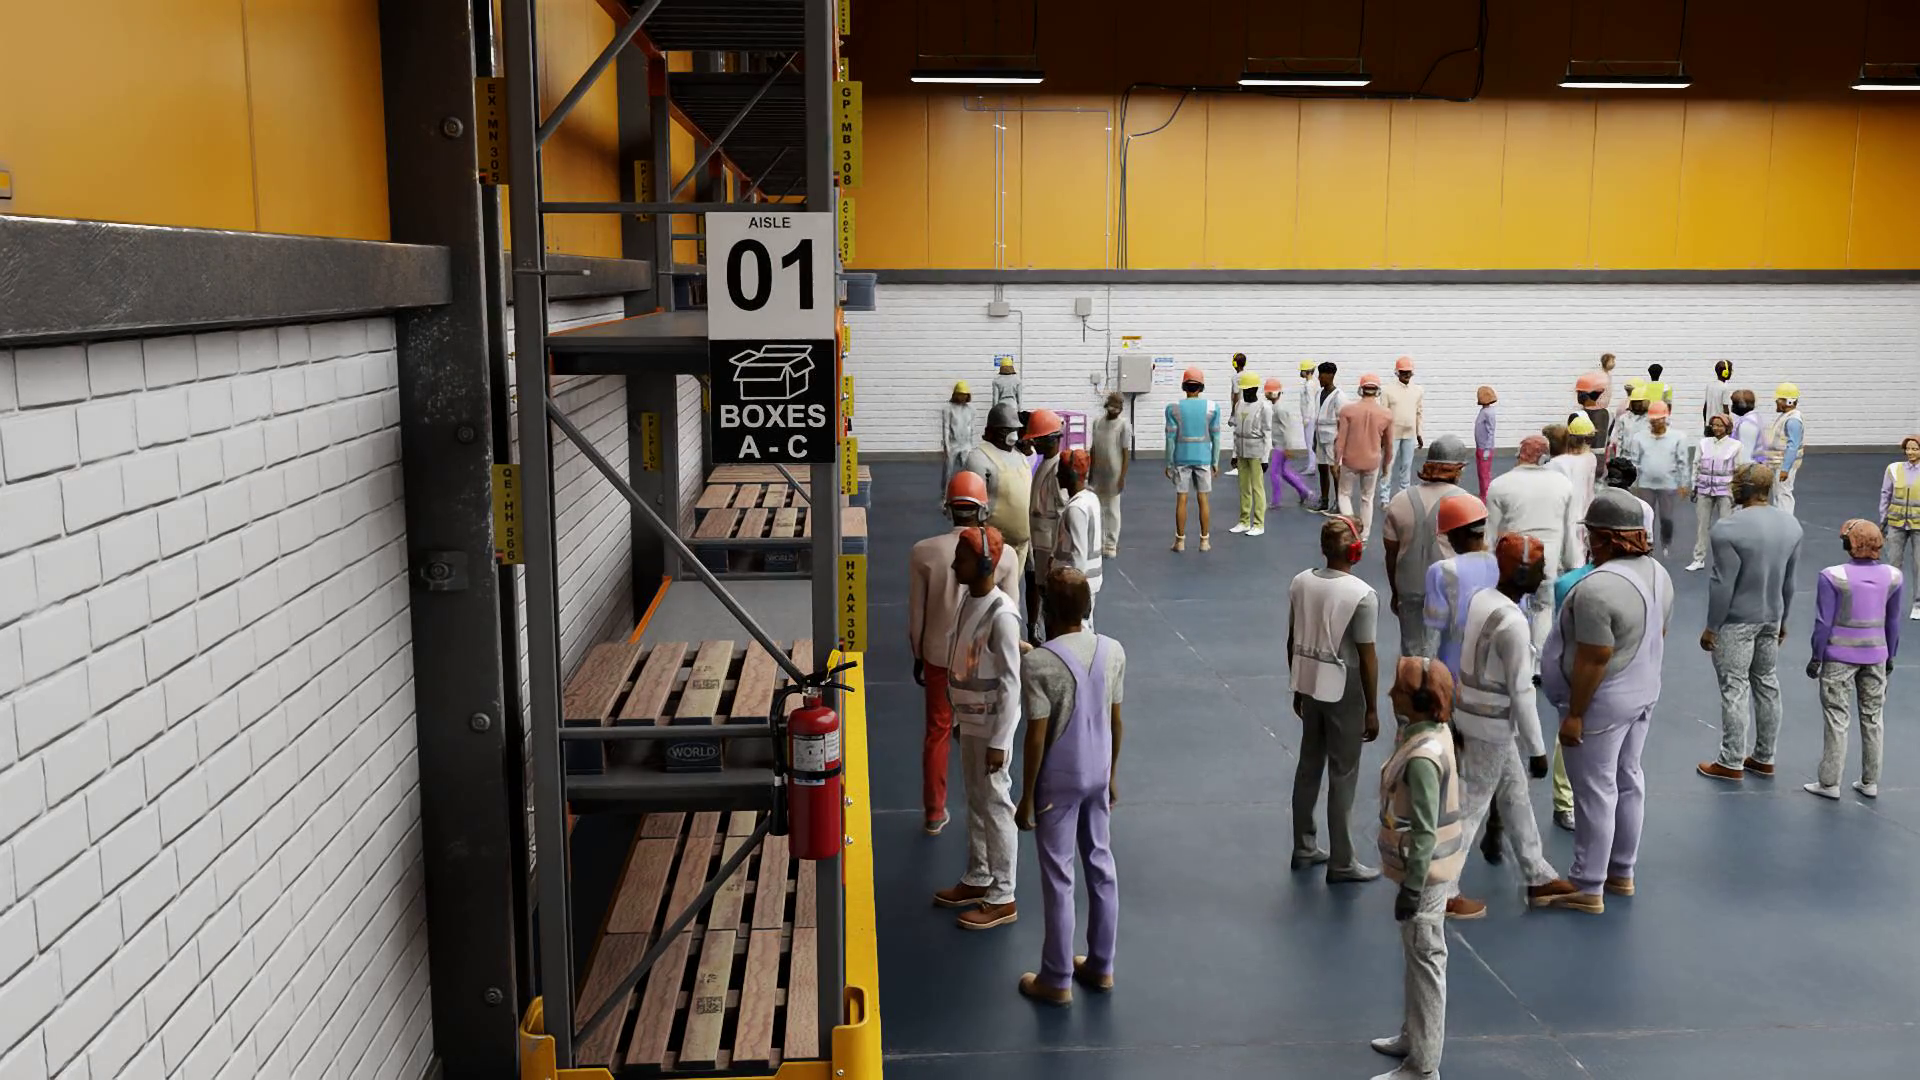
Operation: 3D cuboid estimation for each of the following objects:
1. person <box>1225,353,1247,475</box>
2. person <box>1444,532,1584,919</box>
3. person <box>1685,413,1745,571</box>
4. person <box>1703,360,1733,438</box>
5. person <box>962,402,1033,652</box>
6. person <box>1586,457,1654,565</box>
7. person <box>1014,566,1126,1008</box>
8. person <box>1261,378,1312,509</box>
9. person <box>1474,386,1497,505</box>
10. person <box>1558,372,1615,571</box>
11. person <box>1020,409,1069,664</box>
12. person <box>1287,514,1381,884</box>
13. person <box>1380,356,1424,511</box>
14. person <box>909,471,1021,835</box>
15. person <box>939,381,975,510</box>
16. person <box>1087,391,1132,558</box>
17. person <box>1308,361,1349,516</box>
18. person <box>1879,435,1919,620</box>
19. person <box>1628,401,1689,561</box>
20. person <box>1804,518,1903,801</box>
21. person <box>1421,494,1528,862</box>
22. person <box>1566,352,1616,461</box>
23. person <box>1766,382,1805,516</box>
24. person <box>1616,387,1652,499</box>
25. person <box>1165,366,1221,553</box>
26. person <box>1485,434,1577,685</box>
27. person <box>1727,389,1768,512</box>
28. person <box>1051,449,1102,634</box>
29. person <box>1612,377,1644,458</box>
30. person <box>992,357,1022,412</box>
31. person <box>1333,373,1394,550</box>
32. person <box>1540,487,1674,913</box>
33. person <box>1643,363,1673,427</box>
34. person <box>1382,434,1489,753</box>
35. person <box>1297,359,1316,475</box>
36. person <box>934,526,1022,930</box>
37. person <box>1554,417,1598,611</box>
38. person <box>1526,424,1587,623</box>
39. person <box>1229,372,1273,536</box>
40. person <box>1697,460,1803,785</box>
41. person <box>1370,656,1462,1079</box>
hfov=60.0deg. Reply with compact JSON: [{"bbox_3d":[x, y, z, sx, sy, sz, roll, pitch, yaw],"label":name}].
[{"bbox_3d":[4.240,-1.908,25.253,0.335,1.865,0.519,8,12,40],"label":"person"},{"bbox_3d":[2.612,0.883,7.756,0.888,1.848,0.586,1,9,6],"label":"person"},{"bbox_3d":[7.706,-0.474,16.952,0.307,1.641,0.512,-8,12,-43],"label":"person"},{"bbox_3d":[10.488,-1.553,23.021,0.309,1.863,0.535,-2,9,-10],"label":"person"},{"bbox_3d":[0.367,-0.078,13.207,0.537,2.000,0.679,7,12,38],"label":"person"},{"bbox_3d":[4.875,0.225,12.380,0.319,1.697,0.533,-6,11,-33],"label":"person"},{"bbox_3d":[0.450,1.020,6.922,0.507,1.847,0.351,-6,11,-31],"label":"person"},{"bbox_3d":[4.226,-1.245,21.563,0.690,1.719,0.578,0,9,2],"label":"person"},{"bbox_3d":[6.662,-1.144,21.174,0.272,1.632,0.507,1,9,4],"label":"person"},{"bbox_3d":[6.385,-0.686,17.007,0.608,2.048,0.365,-6,11,-31],"label":"person"},{"bbox_3d":[0.656,0.027,12.571,0.383,2.034,0.606,-2,9,-12],"label":"person"},{"bbox_3d":[1.863,0.792,8.340,0.373,1.848,0.570,-6,11,-31],"label":"person"},{"bbox_3d":[5.683,-1.364,21.423,0.611,1.996,0.379,-2,9,-11],"label":"person"},{"bbox_3d":[0.029,0.619,9.029,0.607,1.986,0.419,1,9,5],"label":"person"},{"bbox_3d":[-0.026,-1.188,21.234,0.493,1.699,0.890,-4,10,-24],"label":"person"},{"bbox_3d":[1.557,-0.700,17.880,0.324,1.812,0.687,-9,12,-43],"label":"person"},{"bbox_3d":[4.660,-1.283,21.050,0.386,1.957,0.603,-4,10,-23],"label":"person"},{"bbox_3d":[8.407,-0.118,14.709,0.314,1.640,0.516,-8,12,-41],"label":"person"},{"bbox_3d":[7.303,-0.596,17.421,0.620,1.731,0.414,6,11,33],"label":"person"},{"bbox_3d":[5.165,0.693,9.620,0.523,1.639,0.309,-1,9,-5],"label":"person"},{"bbox_3d":[2.717,0.690,8.883,0.615,1.869,0.941,0,9,-1],"label":"person"},{"bbox_3d":[10.146,-2.093,26.583,0.775,1.819,0.535,8,12,43],"label":"person"},{"bbox_3d":[9.293,-0.865,18.794,0.404,1.835,0.590,3,9,16],"label":"person"},{"bbox_3d":[7.868,-0.908,19.347,0.487,1.744,0.312,7,11,36],"label":"person"},{"bbox_3d":[2.532,-0.870,18.172,0.608,2.044,0.371,0,9,1],"label":"person"},{"bbox_3d":[4.148,0.173,12.131,0.759,1.881,0.416,-1,9,-4],"label":"person"},{"bbox_3d":[8.357,-0.698,17.805,0.493,1.827,0.667,5,10,28],"label":"person"},{"bbox_3d":[0.782,0.322,11.183,0.339,1.882,0.584,2,9,12],"label":"person"},{"bbox_3d":[8.439,-1.178,21.000,0.378,1.754,0.598,-1,9,-6],"label":"person"},{"bbox_3d":[0.748,-2.031,26.421,0.483,1.737,0.311,-1,9,-7],"label":"person"},{"bbox_3d":[4.401,-0.831,18.160,0.664,1.970,0.830,1,9,4],"label":"person"},{"bbox_3d":[3.059,0.751,7.998,0.684,2.000,0.538,-8,12,-41],"label":"person"},{"bbox_3d":[10.575,-1.842,25.369,0.531,1.693,0.320,3,10,19],"label":"person"},{"bbox_3d":[3.084,0.328,10.656,0.688,2.000,0.536,8,12,41],"label":"person"},{"bbox_3d":[5.268,-1.862,25.277,0.330,1.765,0.533,2,9,13],"label":"person"},{"bbox_3d":[0.101,0.866,7.774,0.355,1.883,0.572,-3,10,-18],"label":"person"},{"bbox_3d":[5.553,-0.221,14.967,0.310,1.768,0.533,5,10,29],"label":"person"},{"bbox_3d":[5.043,-0.094,14.093,0.524,1.781,1.011,-3,10,-19],"label":"person"},{"bbox_3d":[3.392,-1.009,19.446,0.396,1.918,0.586,-6,11,-33],"label":"person"},{"bbox_3d":[4.709,0.492,9.949,0.634,1.937,0.358,-3,10,-20],"label":"person"},{"bbox_3d":[1.706,1.234,6.209,0.313,1.644,0.513,3,9,18],"label":"person"}]
